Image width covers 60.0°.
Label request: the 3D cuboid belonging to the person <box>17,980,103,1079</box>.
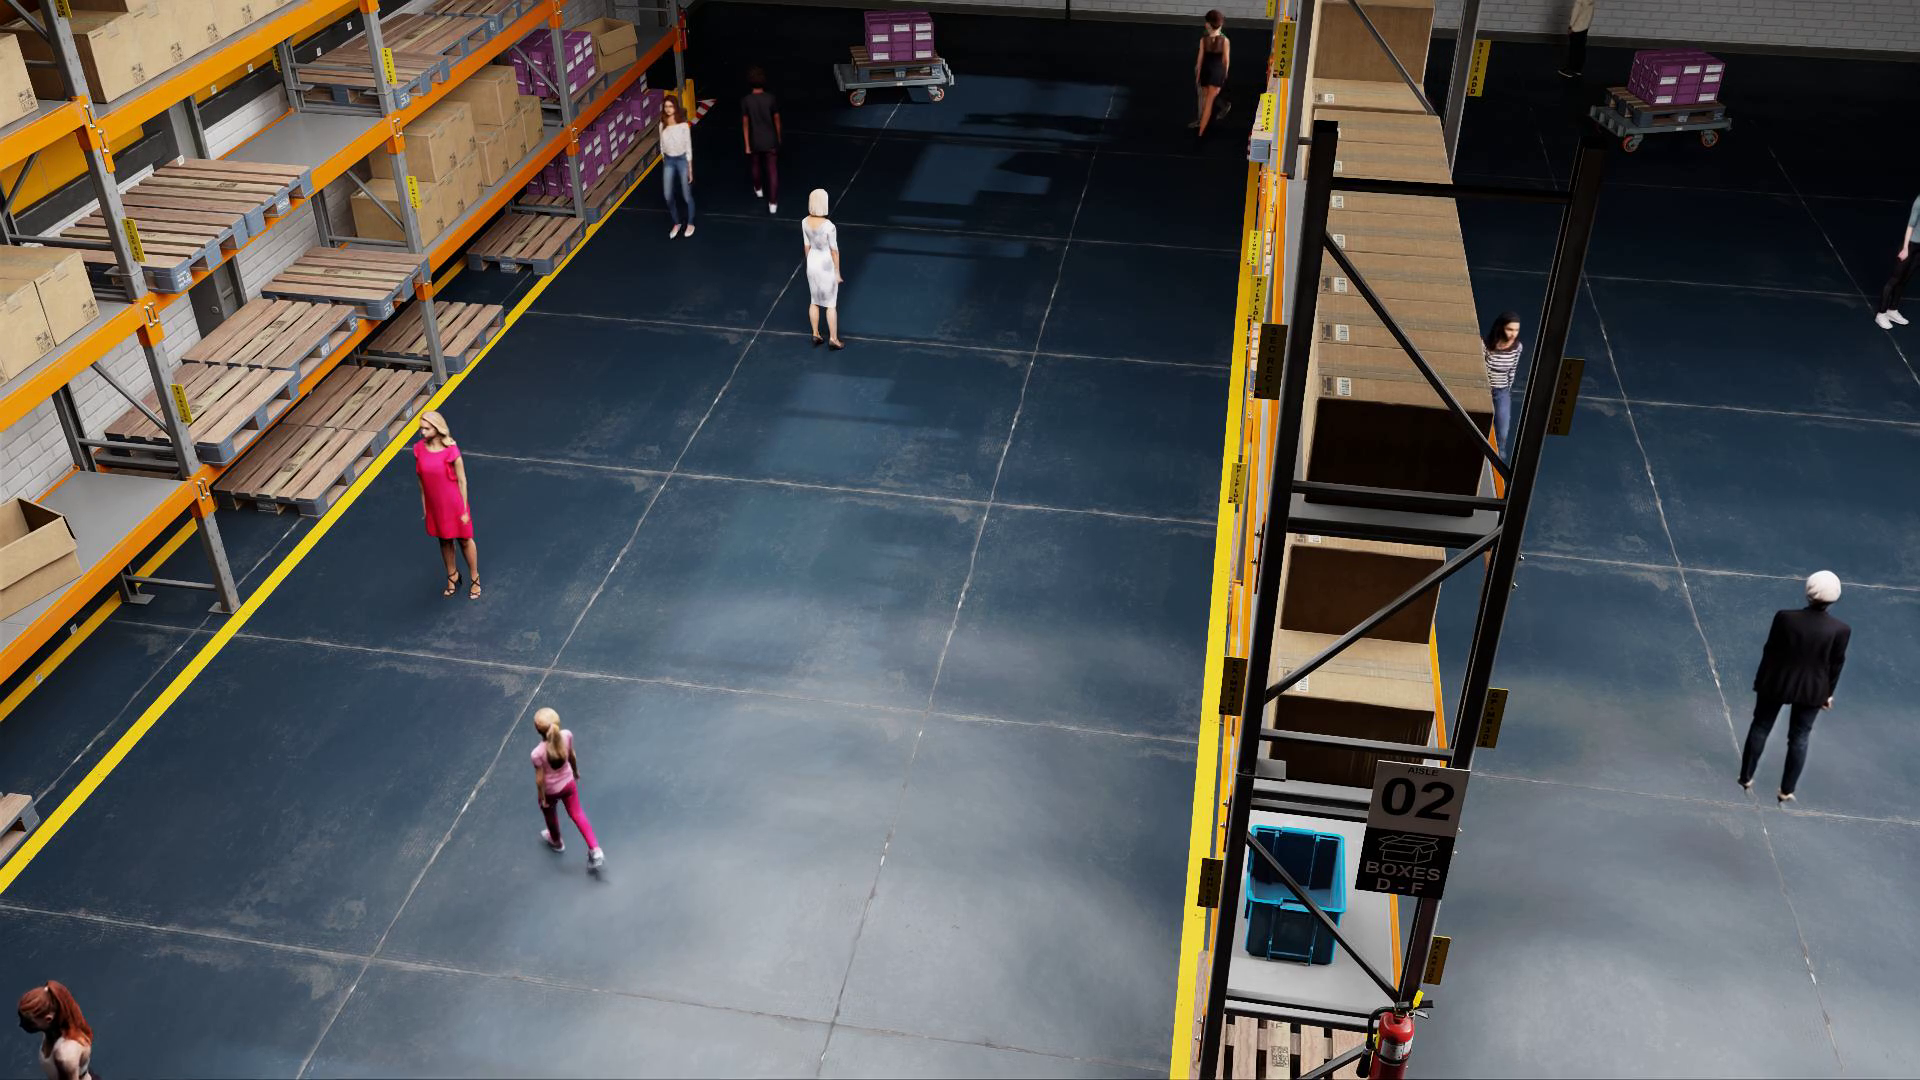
[{"bbox_3d":[-4.400,2.900,8.612,1.232,1.698,1.125,-24,40,-31],"label":"person"}]

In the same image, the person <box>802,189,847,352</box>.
[{"bbox_3d":[-1.413,-2.776,17.101,0.621,1.752,0.606,17,37,24],"label":"person"}]

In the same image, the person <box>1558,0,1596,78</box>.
[{"bbox_3d":[9.209,-7.623,24.664,0.640,1.452,0.703,-22,39,-29],"label":"person"}]

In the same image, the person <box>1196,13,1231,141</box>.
[{"bbox_3d":[3.366,-6.189,22.348,0.769,1.628,1.188,15,36,21],"label":"person"}]

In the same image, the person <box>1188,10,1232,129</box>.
[{"bbox_3d":[3.478,-6.437,22.718,0.928,1.631,0.913,-13,36,-18],"label":"person"}]

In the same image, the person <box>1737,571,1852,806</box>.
[{"bbox_3d":[5.365,0.947,10.620,0.782,1.780,0.687,16,37,22],"label":"person"}]

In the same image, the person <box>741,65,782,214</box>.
[{"bbox_3d":[-2.380,-4.835,20.207,0.829,1.744,1.186,-4,34,-5],"label":"person"}]

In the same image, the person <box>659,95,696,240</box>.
[{"bbox_3d":[-3.293,-4.430,19.627,0.572,1.711,0.604,5,34,8],"label":"person"}]

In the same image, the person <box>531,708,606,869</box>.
[{"bbox_3d":[-2.602,1.634,10.918,0.838,1.252,0.864,28,43,35],"label":"person"}]

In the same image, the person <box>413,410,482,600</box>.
[{"bbox_3d":[-4.126,-0.295,13.390,0.567,1.729,0.538,7,34,10],"label":"person"}]

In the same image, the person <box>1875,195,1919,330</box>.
[{"bbox_3d":[10.085,-3.091,17.585,0.672,1.742,0.698,-13,36,-18],"label":"person"}]
